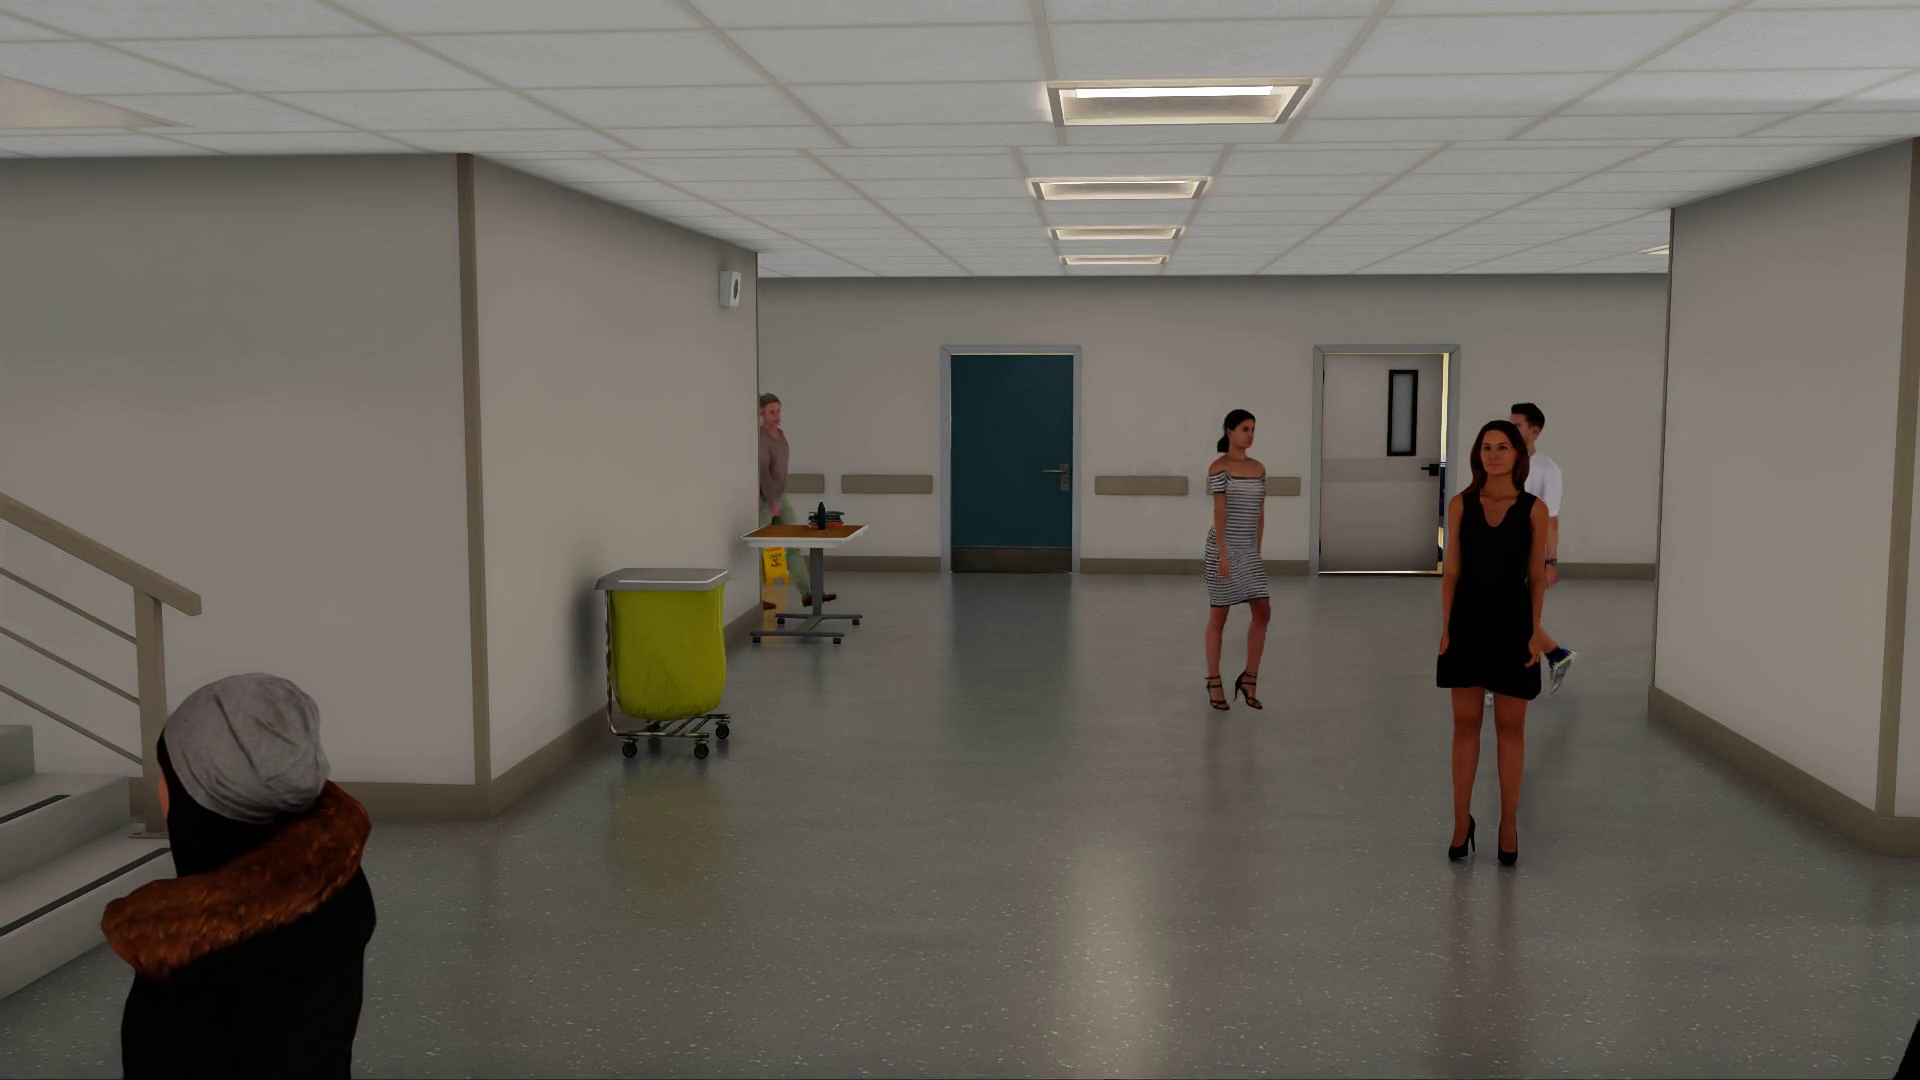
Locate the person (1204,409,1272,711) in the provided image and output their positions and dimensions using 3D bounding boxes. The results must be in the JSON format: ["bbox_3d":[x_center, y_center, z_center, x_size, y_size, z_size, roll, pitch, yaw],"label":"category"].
[{"bbox_3d":[1.577,0.124,9.995,0.734,1.807,0.800,-3,6,-27],"label":"person"}]

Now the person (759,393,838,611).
[{"bbox_3d":[-1.709,-0.296,14.034,1.134,1.834,0.850,2,6,15],"label":"person"}]

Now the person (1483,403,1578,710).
[{"bbox_3d":[3.445,0.106,10.089,1.263,1.824,1.041,-3,6,-24],"label":"person"}]

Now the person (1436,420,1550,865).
[{"bbox_3d":[2.205,0.423,6.888,0.560,1.835,0.699,2,6,23],"label":"person"}]

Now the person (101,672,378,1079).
[{"bbox_3d":[-0.972,0.985,2.307,0.613,1.634,0.631,1,6,8],"label":"person"}]
